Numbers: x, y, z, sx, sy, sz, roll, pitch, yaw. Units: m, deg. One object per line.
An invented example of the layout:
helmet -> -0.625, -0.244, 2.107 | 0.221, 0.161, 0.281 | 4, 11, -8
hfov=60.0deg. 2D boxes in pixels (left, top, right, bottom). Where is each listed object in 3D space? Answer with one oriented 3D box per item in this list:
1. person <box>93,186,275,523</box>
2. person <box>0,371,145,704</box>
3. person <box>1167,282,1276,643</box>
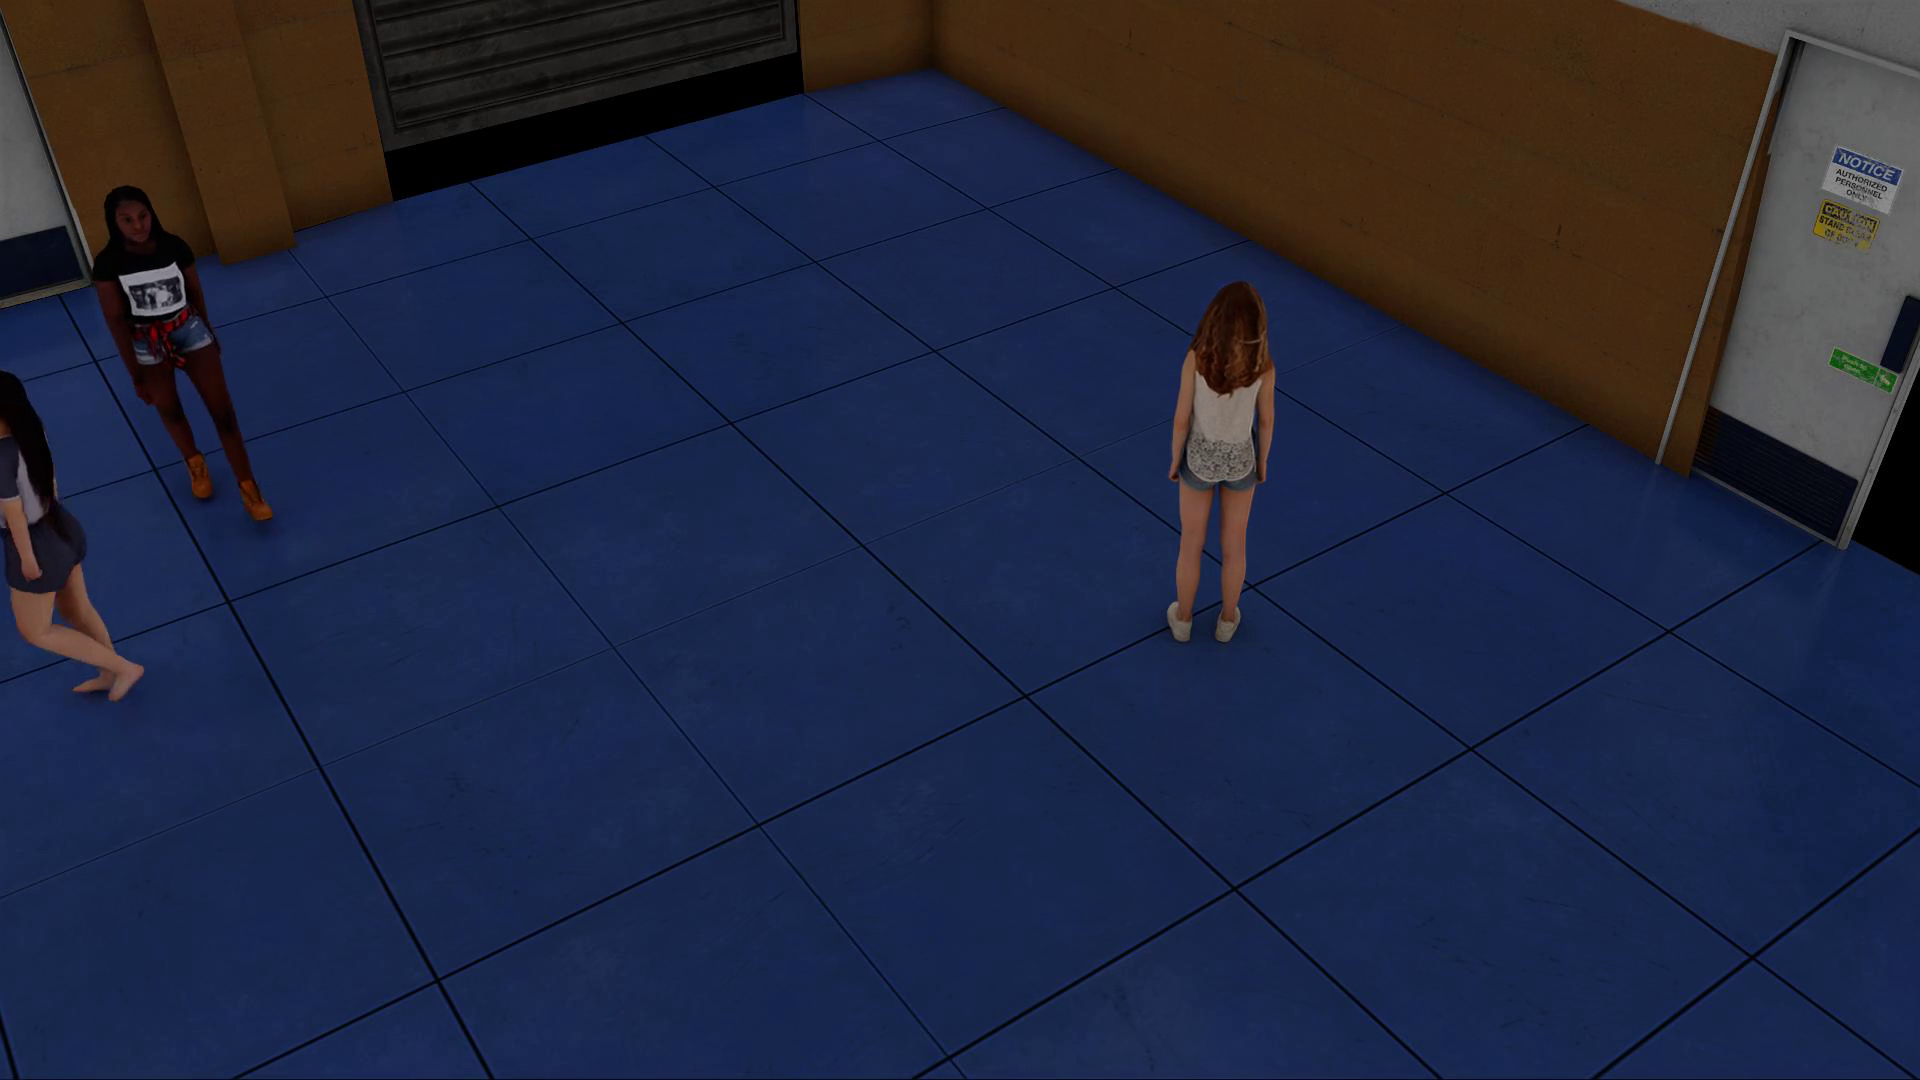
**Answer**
person -> -3.802, -0.921, 7.963 | 0.894, 1.694, 0.688 | -20, 41, -24
person -> -3.631, 0.022, 6.755 | 0.767, 1.636, 0.727 | -3, 37, -4
person -> 1.103, -0.293, 7.072 | 0.634, 1.760, 0.710 | 3, 37, 4
